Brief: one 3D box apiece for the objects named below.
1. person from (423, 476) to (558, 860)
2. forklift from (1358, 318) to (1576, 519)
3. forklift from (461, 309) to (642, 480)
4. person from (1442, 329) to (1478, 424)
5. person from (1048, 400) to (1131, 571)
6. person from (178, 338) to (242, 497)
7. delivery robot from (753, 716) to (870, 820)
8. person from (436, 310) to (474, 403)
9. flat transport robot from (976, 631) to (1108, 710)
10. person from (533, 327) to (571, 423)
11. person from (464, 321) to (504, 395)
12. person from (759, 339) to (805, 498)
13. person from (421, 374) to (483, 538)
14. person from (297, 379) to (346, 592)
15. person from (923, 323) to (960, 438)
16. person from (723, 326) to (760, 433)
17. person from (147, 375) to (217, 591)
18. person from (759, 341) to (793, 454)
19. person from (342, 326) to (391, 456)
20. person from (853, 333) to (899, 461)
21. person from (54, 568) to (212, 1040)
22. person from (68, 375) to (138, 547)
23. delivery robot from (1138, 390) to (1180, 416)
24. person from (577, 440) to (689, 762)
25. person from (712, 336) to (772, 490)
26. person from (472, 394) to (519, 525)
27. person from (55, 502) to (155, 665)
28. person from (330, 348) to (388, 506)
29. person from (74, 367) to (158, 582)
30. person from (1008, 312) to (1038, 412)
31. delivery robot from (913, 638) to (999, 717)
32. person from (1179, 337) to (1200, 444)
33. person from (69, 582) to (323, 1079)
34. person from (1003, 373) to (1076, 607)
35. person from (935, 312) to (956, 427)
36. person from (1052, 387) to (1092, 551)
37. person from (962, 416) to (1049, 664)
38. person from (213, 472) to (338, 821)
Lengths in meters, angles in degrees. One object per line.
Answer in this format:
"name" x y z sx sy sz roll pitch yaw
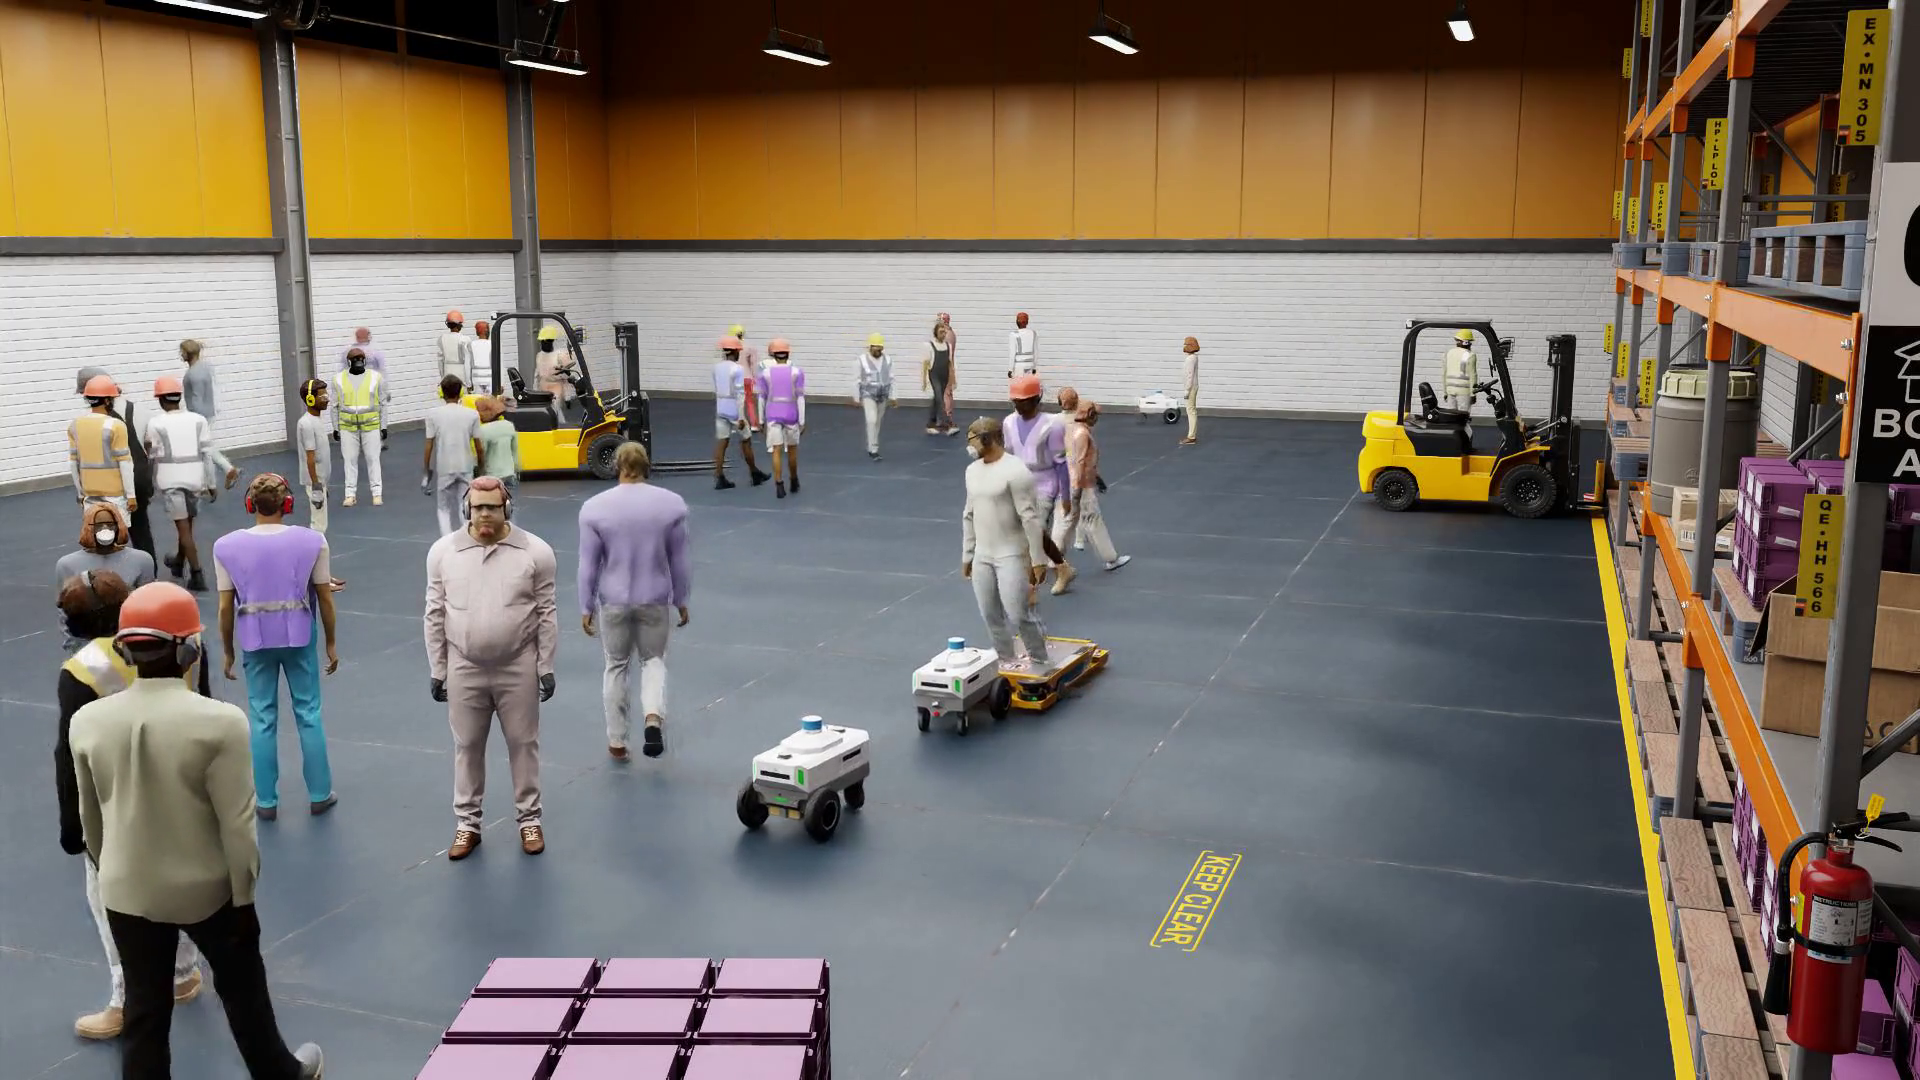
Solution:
"person" -2.318 0.629 8.254 0.643 1.910 0.411 -2 10 -10
"forklift" 5.787 -1.437 19.079 2.313 2.155 1.214 3 11 19
"forklift" -5.354 -1.902 21.697 2.313 2.155 1.214 -2 10 -13
"person" 7.280 -2.157 24.177 0.404 1.826 0.587 -6 12 -32
"person" 1.183 -0.496 15.474 0.770 1.593 0.524 -1 10 -6
"person" -9.084 -1.460 19.978 0.603 1.925 0.651 -3 11 -17
"delivery robot" -0.774 1.169 8.755 0.477 0.478 0.707 5 11 28
"person" -7.657 -2.480 25.369 0.608 2.048 0.365 3 10 15
"flat transport robot" 0.498 0.877 11.463 0.652 0.197 1.431 4 11 22
"person" -5.842 -2.077 23.573 0.613 1.872 0.972 8 13 39
"person" -7.209 -2.374 25.239 0.575 1.882 0.359 0 10 -2
"person" -2.153 -1.486 20.181 0.567 1.913 0.735 0 10 -2
"person" -4.709 -0.614 15.436 0.597 1.840 0.520 -5 11 -25
"person" -5.617 -0.479 14.597 0.317 1.870 0.531 -3 11 -16
"person" -0.282 -2.528 26.342 0.533 1.791 0.950 -8 13 -37
"person" -3.504 -2.565 26.760 0.670 1.731 0.332 -6 12 -31
"person" -6.984 -0.519 14.798 1.017 1.872 0.560 9 14 42
"person" -2.661 -2.064 24.183 0.514 1.637 0.314 1 10 3
"person" -8.638 -2.158 24.090 0.647 1.862 0.975 3 11 17
"person" -1.145 -2.008 23.431 0.593 1.795 0.809 -6 12 -30
"person" -3.211 0.994 6.488 0.430 1.815 0.709 5 11 26
"person" -7.235 -0.428 14.125 0.551 1.934 0.373 2 10 12
"delivery robot" 3.394 -2.323 28.397 0.707 0.478 0.477 2 9 10
"person" -1.895 0.378 9.708 0.655 1.897 0.556 -3 10 -16
"person" -2.774 -1.599 20.811 0.557 1.900 0.848 7 12 36
"person" -4.416 -0.571 15.826 0.379 1.620 0.720 4 11 22
"person" -4.689 0.597 9.196 0.500 1.636 0.285 -7 12 -33
"person" -6.988 -1.311 19.362 0.634 1.843 0.429 -2 10 -13
"person" -7.298 -0.520 14.347 0.552 2.000 0.868 4 11 22
"person" 1.074 -2.958 28.521 0.575 1.885 0.355 -6 12 -32
"delivery robot" -0.024 0.861 10.491 0.477 0.478 0.707 4 11 22
"person" 3.515 -2.292 25.463 0.280 1.636 0.500 3 10 14
"person" -2.525 1.089 5.496 0.631 1.958 0.858 0 10 3
"person" 0.714 -0.443 14.109 0.630 1.994 0.955 10 14 44
"person" -0.287 -2.849 27.842 0.410 1.909 0.643 2 10 10
"person" 1.067 -0.694 16.455 0.514 1.641 0.309 -4 11 -21
"person" 0.341 0.115 11.194 0.489 1.896 0.754 -8 13 -39
"person" -3.592 0.568 8.776 0.571 1.840 0.373 -4 11 -20
